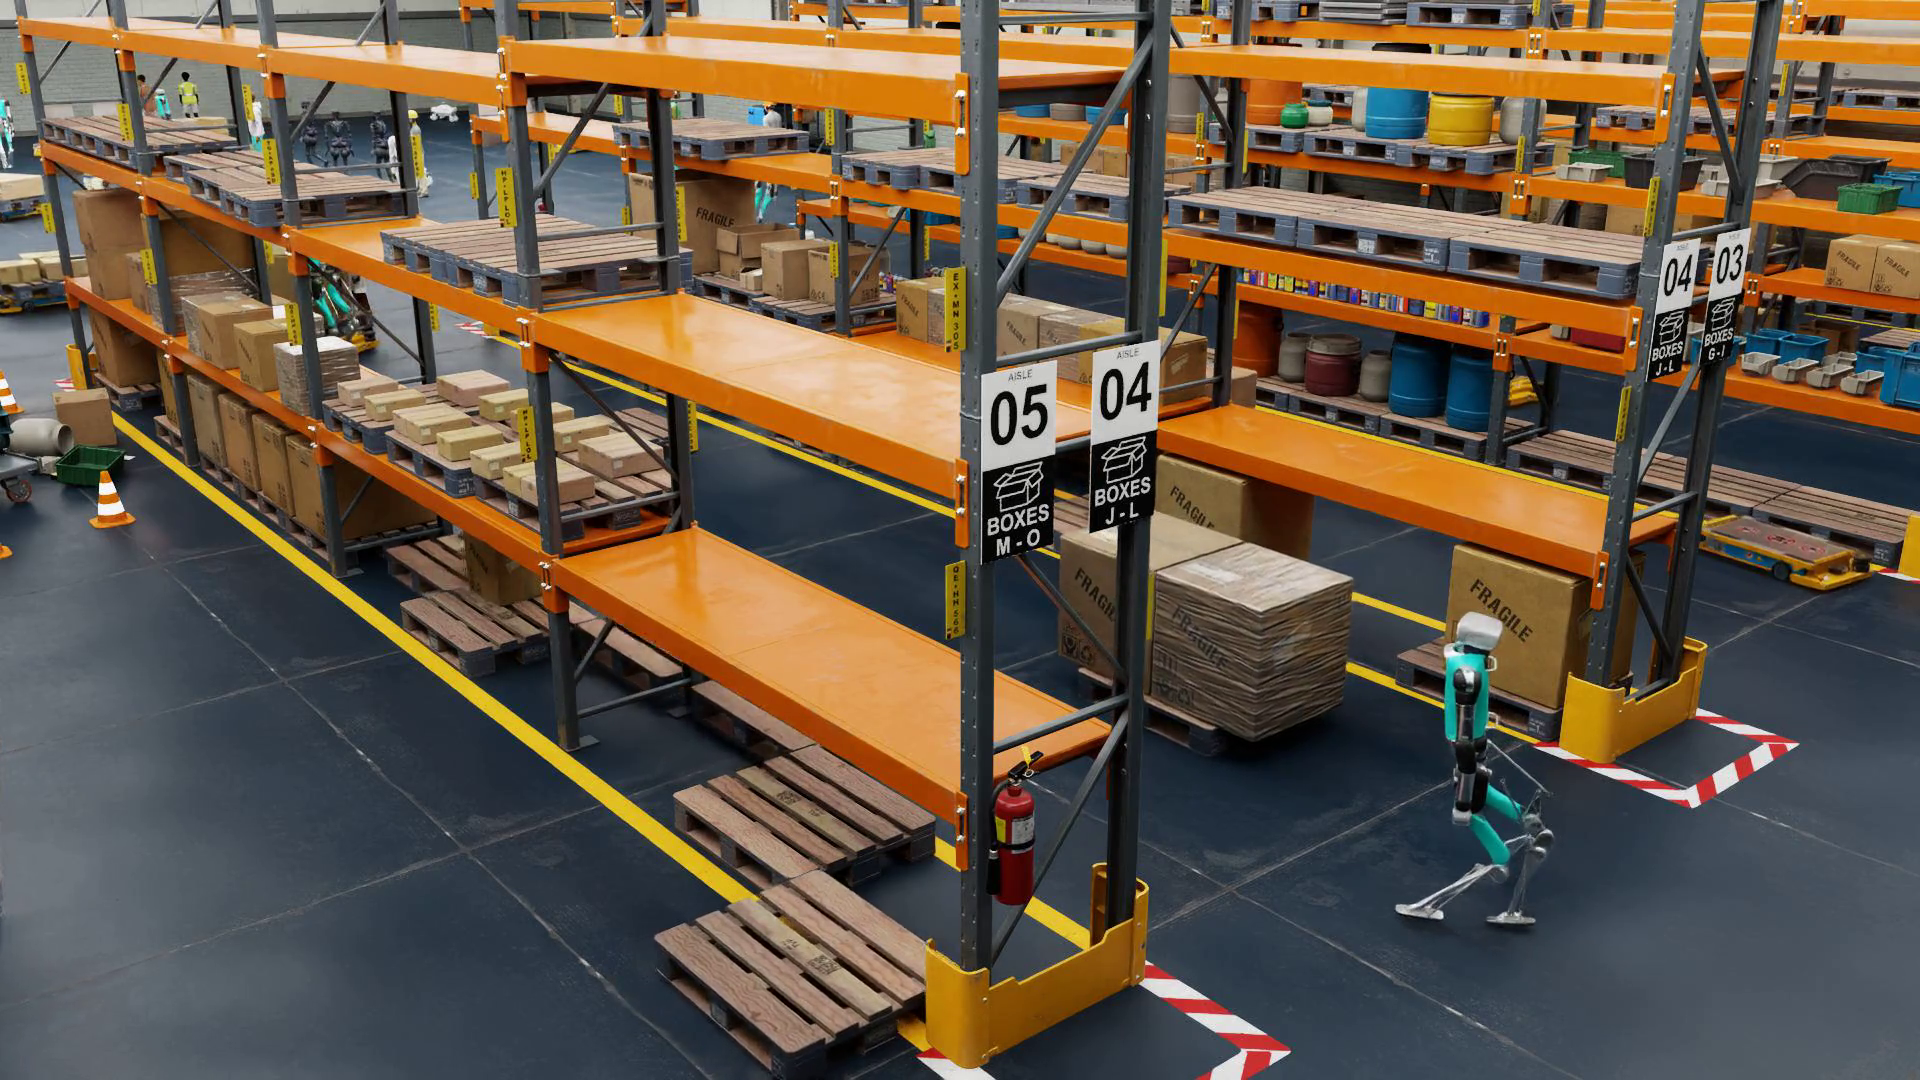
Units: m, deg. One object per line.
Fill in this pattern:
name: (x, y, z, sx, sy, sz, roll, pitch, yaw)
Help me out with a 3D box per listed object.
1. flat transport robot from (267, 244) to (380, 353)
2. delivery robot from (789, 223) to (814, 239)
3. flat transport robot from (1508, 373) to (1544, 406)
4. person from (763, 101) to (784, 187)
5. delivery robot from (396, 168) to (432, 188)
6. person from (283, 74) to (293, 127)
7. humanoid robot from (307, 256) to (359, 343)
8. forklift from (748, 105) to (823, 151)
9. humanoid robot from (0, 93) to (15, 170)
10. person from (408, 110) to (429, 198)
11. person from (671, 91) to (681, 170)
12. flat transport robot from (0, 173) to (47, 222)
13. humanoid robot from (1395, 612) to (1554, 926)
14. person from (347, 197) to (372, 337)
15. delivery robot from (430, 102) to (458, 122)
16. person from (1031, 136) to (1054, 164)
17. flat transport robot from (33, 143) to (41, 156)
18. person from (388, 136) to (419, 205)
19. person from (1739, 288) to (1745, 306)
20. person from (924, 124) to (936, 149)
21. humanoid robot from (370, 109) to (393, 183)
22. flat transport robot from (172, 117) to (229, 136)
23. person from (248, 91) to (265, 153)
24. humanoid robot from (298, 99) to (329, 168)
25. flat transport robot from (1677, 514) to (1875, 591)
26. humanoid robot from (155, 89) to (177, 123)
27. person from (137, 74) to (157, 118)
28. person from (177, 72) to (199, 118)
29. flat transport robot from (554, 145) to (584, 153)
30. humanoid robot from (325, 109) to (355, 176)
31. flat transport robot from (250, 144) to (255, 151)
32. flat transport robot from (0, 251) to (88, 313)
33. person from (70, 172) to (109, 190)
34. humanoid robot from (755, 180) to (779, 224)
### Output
flat transport robot: (-8.198, -2.526, 21.125, 1.431, 0.231, 0.659, 5, 20, 14)
delivery robot: (-2.800, -4.941, 27.577, 0.772, 0.600, 0.525, -1, 19, -4)
flat transport robot: (5.927, -1.806, 19.075, 0.659, 0.231, 1.431, -13, 23, -33)
person: (-4.062, -8.587, 35.940, 0.387, 1.889, 0.574, 15, 24, 36)
delivery robot: (-11.766, -7.798, 35.722, 0.499, 0.611, 0.814, 7, 21, 19)
person: (-19.630, -12.853, 48.152, 0.526, 1.834, 0.832, 8, 21, 23)
humanoid robot: (-7.670, -3.043, 20.380, 0.683, 1.795, 0.534, 11, 22, 29)
forklift: (-4.526, -11.368, 42.374, 1.129, 2.768, 1.873, -15, 24, -37)
humanoid robot: (-22.433, -9.497, 38.919, 0.543, 1.887, 0.788, -8, 21, -22)
person: (-11.242, -7.978, 34.384, 0.310, 1.768, 0.528, -10, 21, -25)
person: (-6.525, -9.364, 38.031, 0.393, 1.971, 0.478, -5, 20, -13)
flat transport robot: (-18.187, -6.229, 31.664, 0.659, 0.231, 1.431, 7, 20, 18)
humanoid robot: (2.715, 1.203, 8.273, 0.846, 1.747, 0.561, 5, 20, 15)
person: (-7.813, -3.531, 21.426, 0.367, 1.966, 0.606, -10, 22, -25)
delivery robot: (-15.631, -12.970, 50.374, 0.742, 0.566, 0.499, 2, 20, 7)
person: (1.516, -6.894, 31.372, 0.575, 1.711, 0.451, 0, 19, -1)
flat transport robot: (-23.060, -9.882, 42.061, 0.659, 0.231, 1.431, -10, 22, -26)
person: (-10.420, -6.964, 31.326, 0.574, 1.881, 0.355, -11, 22, -28)
person: (10.340, -3.675, 22.288, 0.551, 1.648, 0.842, -15, 24, -36)
person: (-0.640, -7.402, 32.794, 0.325, 1.732, 0.464, 17, 25, 39)
humanoid robot: (-12.451, -8.429, 35.807, 0.428, 1.643, 0.590, 5, 20, 15)
flat transport robot: (-18.977, -9.694, 41.526, 1.431, 0.231, 0.659, 13, 23, 33)
person: (-15.786, -9.085, 37.310, 0.358, 1.914, 0.498, -12, 23, -31)
humanoid robot: (-14.973, -9.332, 38.381, 0.482, 1.649, 0.599, 2, 19, 6)
flat transport robot: (6.677, 0.076, 13.719, 0.659, 0.231, 1.431, -11, 22, -29)
humanoid robot: (-18.934, -10.007, 40.242, 0.820, 1.799, 0.542, -13, 23, -33)
person: (-21.593, -11.463, 44.238, 0.950, 1.809, 0.777, -4, 20, -10)
person: (-21.675, -12.299, 46.782, 0.539, 1.695, 0.317, -13, 23, -33)
flat transport robot: (-9.779, -10.114, 42.721, 0.659, 0.231, 1.431, 11, 22, 28)
humanoid robot: (-13.422, -8.479, 35.953, 0.587, 1.634, 0.422, -8, 21, -22)
flat transport robot: (-17.980, -9.841, 41.943, 1.431, 0.231, 0.659, 2, 19, 7)
flat transport robot: (-13.145, -3.468, 23.806, 0.659, 0.231, 1.431, 16, 25, 38)
person: (-15.714, -6.512, 30.066, 0.528, 1.858, 0.566, 7, 21, 20)
humanoid robot: (-3.456, -6.021, 28.935, 0.592, 1.814, 0.713, 9, 21, 23)
